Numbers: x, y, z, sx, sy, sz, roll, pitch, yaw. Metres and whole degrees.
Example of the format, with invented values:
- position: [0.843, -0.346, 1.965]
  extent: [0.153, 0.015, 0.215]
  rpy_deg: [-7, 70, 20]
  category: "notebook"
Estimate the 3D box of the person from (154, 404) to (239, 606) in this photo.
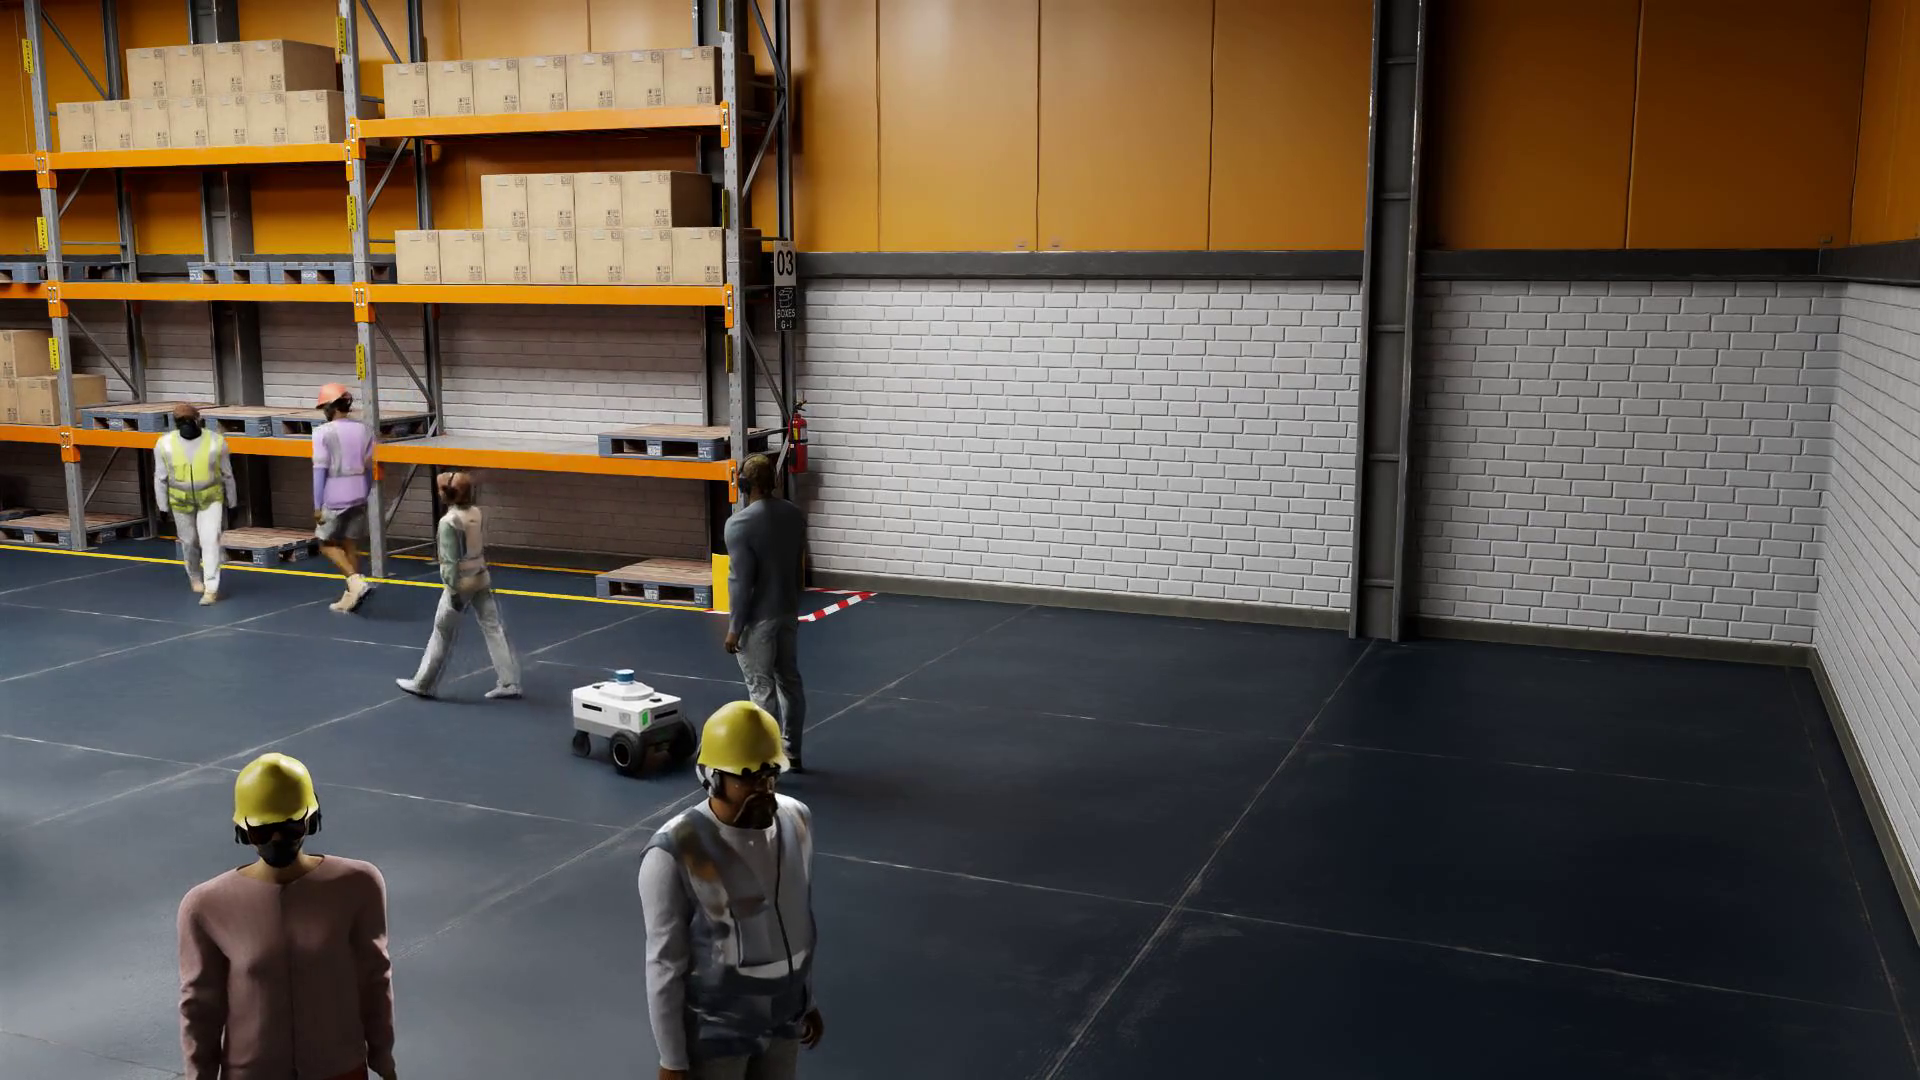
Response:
- position: [-6.883, -0.346, 15.017]
  extent: [0.665, 1.796, 0.937]
  rpy_deg: [-3, 10, -18]
  category: "person"

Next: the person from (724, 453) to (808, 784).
- position: [-1.137, 0.458, 9.683]
  extent: [0.379, 1.937, 0.629]
  rpy_deg: [6, 11, 34]
  category: "person"

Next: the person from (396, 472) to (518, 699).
- position: [-3.475, 0.323, 11.502]
  extent: [0.863, 1.597, 0.510]
  rpy_deg: [3, 10, 16]
  category: "person"

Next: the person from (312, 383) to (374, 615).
- position: [-5.281, -0.339, 14.288]
  extent: [0.605, 2.009, 0.660]
  rpy_deg: [5, 11, 30]
  category: "person"

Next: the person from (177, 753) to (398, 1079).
- position: [-1.755, 1.416, 4.394]
  extent: [0.533, 1.767, 0.312]
  rpy_deg: [-5, 11, -29]
  category: "person"

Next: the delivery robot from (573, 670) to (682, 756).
- position: [-2.025, 1.031, 10.100]
  extent: [0.707, 0.478, 0.477]
  rpy_deg: [7, 12, 37]
  category: "delivery robot"

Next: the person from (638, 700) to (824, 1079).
- position: [-0.606, 1.337, 4.667]
  extent: [0.403, 1.831, 0.595]
  rpy_deg: [8, 12, 41]
  category: "person"
